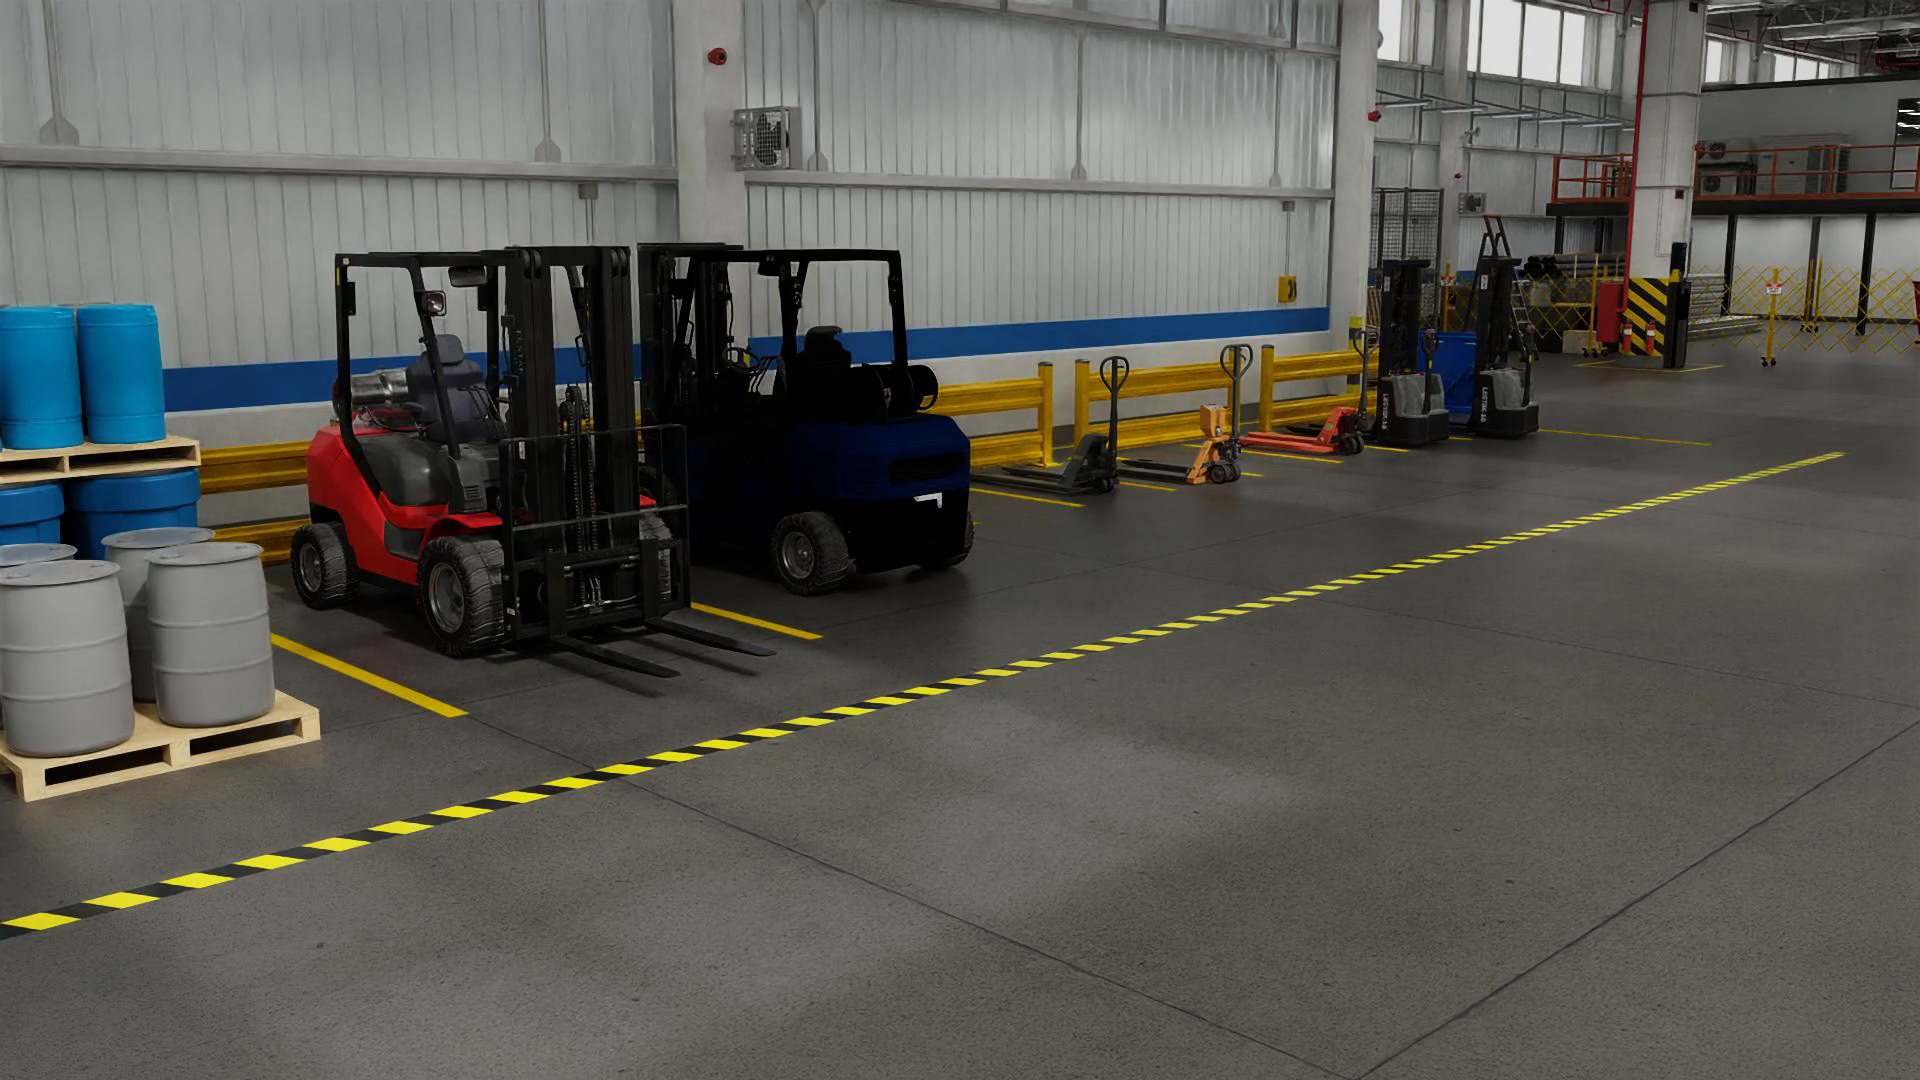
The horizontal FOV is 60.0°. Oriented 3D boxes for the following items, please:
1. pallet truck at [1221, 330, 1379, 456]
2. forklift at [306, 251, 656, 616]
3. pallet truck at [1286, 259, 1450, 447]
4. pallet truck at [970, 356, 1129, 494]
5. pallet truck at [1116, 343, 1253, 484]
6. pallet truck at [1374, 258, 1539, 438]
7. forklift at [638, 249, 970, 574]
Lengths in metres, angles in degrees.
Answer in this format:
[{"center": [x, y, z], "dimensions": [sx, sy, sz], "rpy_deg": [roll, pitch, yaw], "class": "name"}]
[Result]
[{"center": [3.563, -1.581, 17.381], "dimensions": [0.653, 1.274, 1.630], "rpy_deg": [-10, 14, -44], "class": "pallet truck"}, {"center": [-2.833, -0.669, 9.694], "dimensions": [1.157, 1.987, 2.680], "rpy_deg": [-10, 14, -44], "class": "forklift"}, {"center": [4.493, -2.078, 18.196], "dimensions": [0.823, 1.965, 1.885], "rpy_deg": [-9, 14, -40], "class": "pallet truck"}, {"center": [0.784, -1.085, 14.876], "dimensions": [0.680, 1.201, 1.601], "rpy_deg": [-10, 14, -44], "class": "pallet truck"}, {"center": [1.962, -1.215, 15.415], "dimensions": [1.522, 1.261, 0.704], "rpy_deg": [10, 14, 43], "class": "pallet truck"}, {"center": [5.704, -2.208, 18.901], "dimensions": [1.885, 1.965, 0.823], "rpy_deg": [10, 14, 43], "class": "pallet truck"}, {"center": [-1.173, -0.958, 11.239], "dimensions": [2.680, 1.987, 1.157], "rpy_deg": [10, 14, 43], "class": "forklift"}]
